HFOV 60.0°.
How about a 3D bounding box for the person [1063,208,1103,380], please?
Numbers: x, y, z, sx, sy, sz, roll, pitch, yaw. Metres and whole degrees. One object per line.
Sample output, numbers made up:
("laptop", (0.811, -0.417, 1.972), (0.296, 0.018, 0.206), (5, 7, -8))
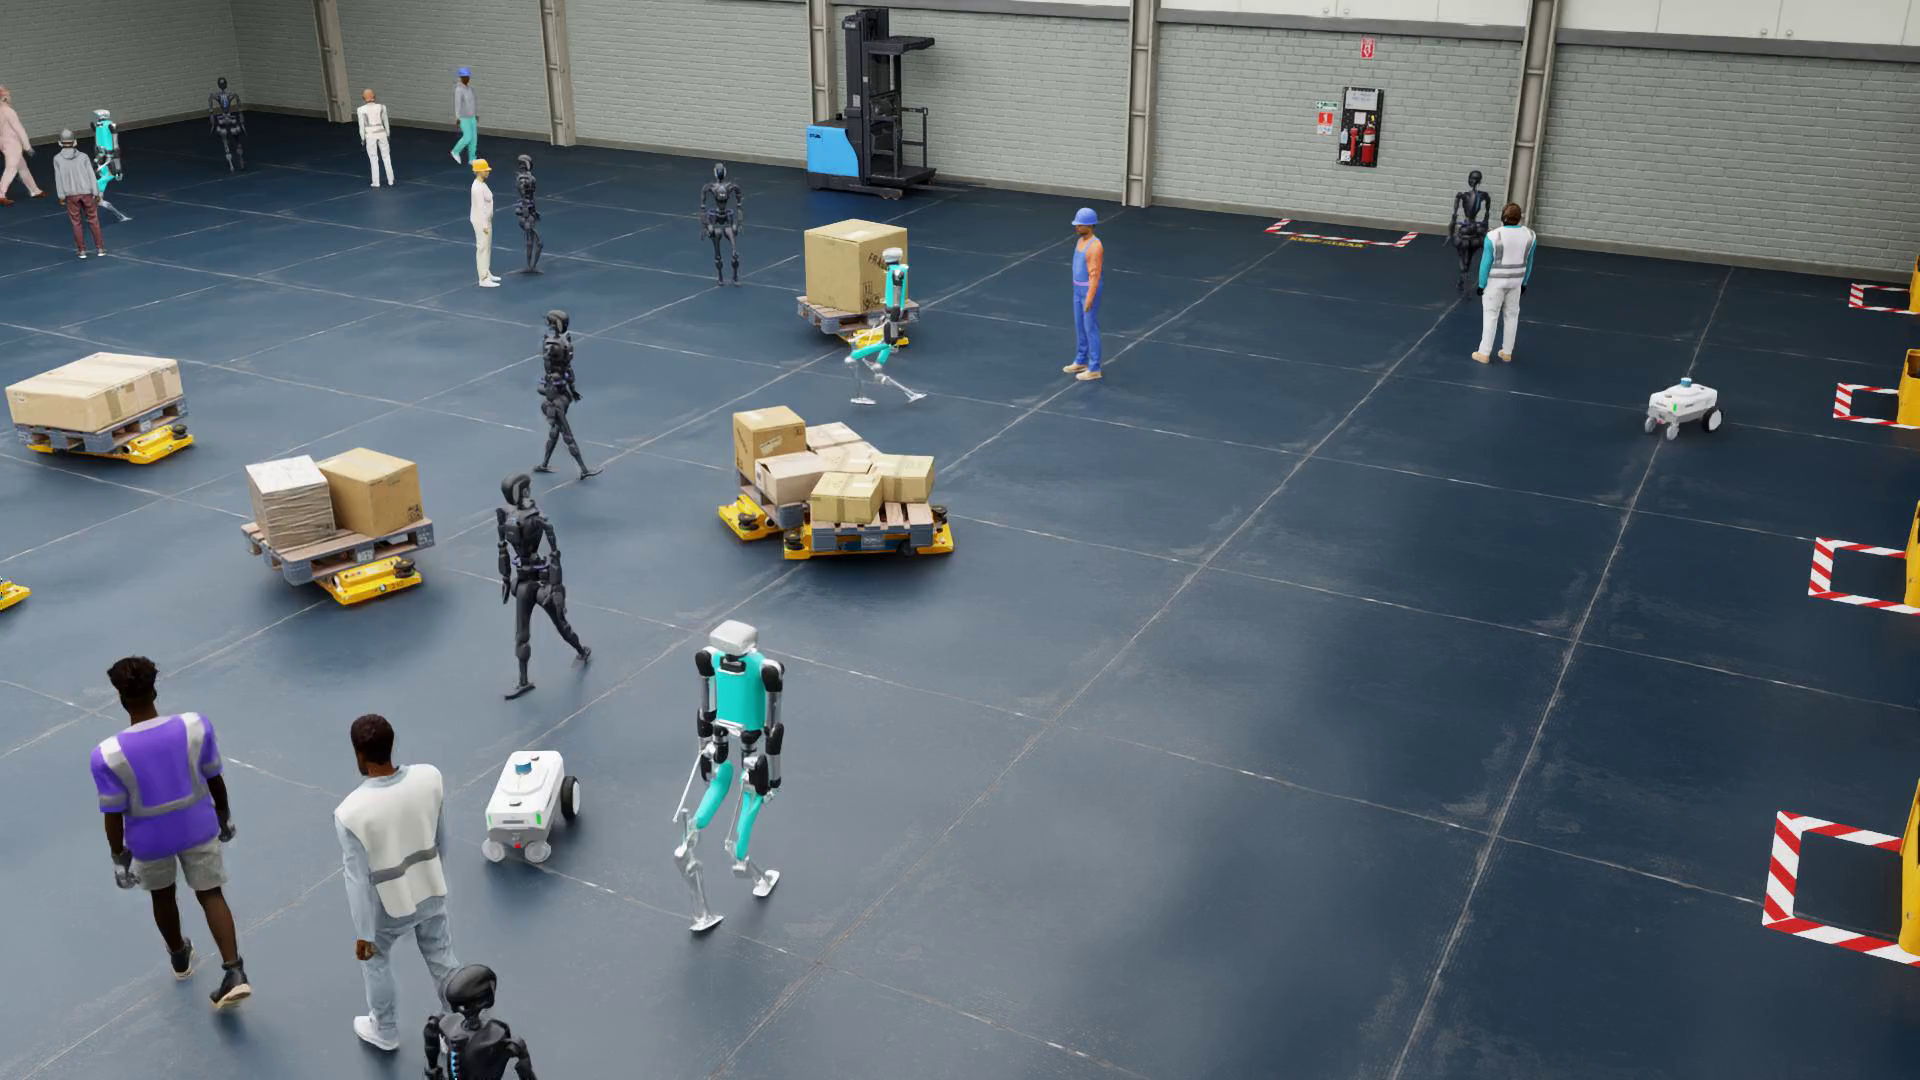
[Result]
("person", (1.396, -2.743, 18.480), (0.366, 1.904, 0.522), (-9, 25, -21))

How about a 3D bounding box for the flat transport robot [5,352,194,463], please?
("flat transport robot", (-8.446, -1.006, 16.505), (1.431, 0.231, 0.659), (7, 24, 15))

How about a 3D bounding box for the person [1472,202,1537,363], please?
("person", (6.197, -2.935, 19.004), (0.626, 1.844, 0.429), (-4, 24, -9))

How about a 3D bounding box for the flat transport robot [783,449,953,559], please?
("flat transport robot", (-0.799, -0.069, 14.323), (1.431, 0.231, 0.659), (-2, 23, -5))

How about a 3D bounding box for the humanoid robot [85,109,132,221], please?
("humanoid robot", (-13.305, -5.661, 25.541), (0.531, 1.775, 1.001), (12, 26, 25))

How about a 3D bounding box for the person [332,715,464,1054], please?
("person", (-2.781, 1.711, 8.133), (0.825, 1.881, 0.663), (16, 28, 32))

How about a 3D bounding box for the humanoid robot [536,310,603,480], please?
("humanoid robot", (-3.738, -1.370, 15.618), (0.753, 1.629, 0.606), (4, 24, 9))

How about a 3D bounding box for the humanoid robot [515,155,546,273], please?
("humanoid robot", (-5.894, -4.445, 22.738), (0.307, 1.657, 0.609), (-1, 23, -3))

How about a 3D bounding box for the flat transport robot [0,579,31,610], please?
("flat transport robot", (-8.011, 0.583, 12.805), (0.659, 0.231, 1.431), (9, 25, 20))

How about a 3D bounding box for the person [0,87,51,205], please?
("person", (-15.517, -6.444, 27.166), (0.646, 1.860, 1.015), (13, 27, 28))

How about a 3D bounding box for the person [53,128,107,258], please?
("person", (-12.565, -4.941, 23.708), (0.541, 1.812, 0.367), (-13, 26, -27))

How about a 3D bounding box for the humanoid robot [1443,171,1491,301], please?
("humanoid robot", (6.604, -4.008, 21.750), (0.612, 1.628, 0.736), (-6, 24, -15))

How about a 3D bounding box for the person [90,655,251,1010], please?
("person", (-4.027, 1.523, 8.524), (0.606, 1.931, 0.845), (-14, 27, -30))

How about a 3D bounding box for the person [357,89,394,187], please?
("person", (-9.970, -6.855, 28.383), (0.512, 1.639, 0.310), (-15, 27, -31))

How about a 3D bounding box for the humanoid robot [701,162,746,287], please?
("humanoid robot", (-3.158, -4.197, 22.153), (0.593, 1.644, 0.463), (-7, 24, -15))

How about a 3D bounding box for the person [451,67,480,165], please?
("person", (-8.962, -7.657, 30.101), (0.472, 1.764, 0.537), (7, 24, 15))

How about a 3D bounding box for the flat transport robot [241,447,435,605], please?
("flat transport robot", (-5.117, 0.158, 13.795), (0.659, 0.231, 1.431), (-20, 30, -39))

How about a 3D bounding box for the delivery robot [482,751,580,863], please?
("delivery robot", (-2.640, 1.588, 10.128), (0.525, 0.614, 0.785), (-1, 23, -2))

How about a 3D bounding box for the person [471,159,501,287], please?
("person", (-6.359, -4.244, 22.246), (0.342, 1.688, 0.461), (-4, 24, -9))

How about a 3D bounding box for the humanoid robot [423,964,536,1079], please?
("humanoid robot", (-1.958, 2.444, 6.717), (0.585, 1.639, 0.601), (9, 25, 19))

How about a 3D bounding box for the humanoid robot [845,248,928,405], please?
("humanoid robot", (-0.866, -2.175, 17.395), (1.037, 1.742, 0.557), (-2, 23, -5))

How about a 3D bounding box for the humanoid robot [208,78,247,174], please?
("humanoid robot", (-13.055, -7.389, 29.603), (0.601, 1.637, 0.633), (-9, 25, -20))

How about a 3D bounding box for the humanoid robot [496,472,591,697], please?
("humanoid robot", (-2.983, 0.281, 11.813), (0.610, 1.636, 0.801), (12, 26, 27))

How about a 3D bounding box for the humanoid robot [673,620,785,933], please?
("humanoid robot", (-1.318, 1.366, 9.151), (0.537, 1.774, 0.900), (10, 25, 22))

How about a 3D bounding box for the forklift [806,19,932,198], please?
("forklift", (-1.573, -7.292, 27.850), (1.873, 2.768, 1.129), (12, 26, 25))

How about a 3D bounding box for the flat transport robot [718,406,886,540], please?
("flat transport robot", (-1.357, -0.290, 14.837), (1.431, 0.231, 0.659), (-11, 26, -24))

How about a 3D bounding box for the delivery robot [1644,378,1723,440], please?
("delivery robot", (7.393, -1.355, 16.979), (0.790, 0.613, 0.499), (-14, 27, -29))

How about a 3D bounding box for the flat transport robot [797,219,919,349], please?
("flat transport robot", (-1.230, -2.595, 20.204), (0.659, 0.231, 1.431), (-11, 25, -23))
